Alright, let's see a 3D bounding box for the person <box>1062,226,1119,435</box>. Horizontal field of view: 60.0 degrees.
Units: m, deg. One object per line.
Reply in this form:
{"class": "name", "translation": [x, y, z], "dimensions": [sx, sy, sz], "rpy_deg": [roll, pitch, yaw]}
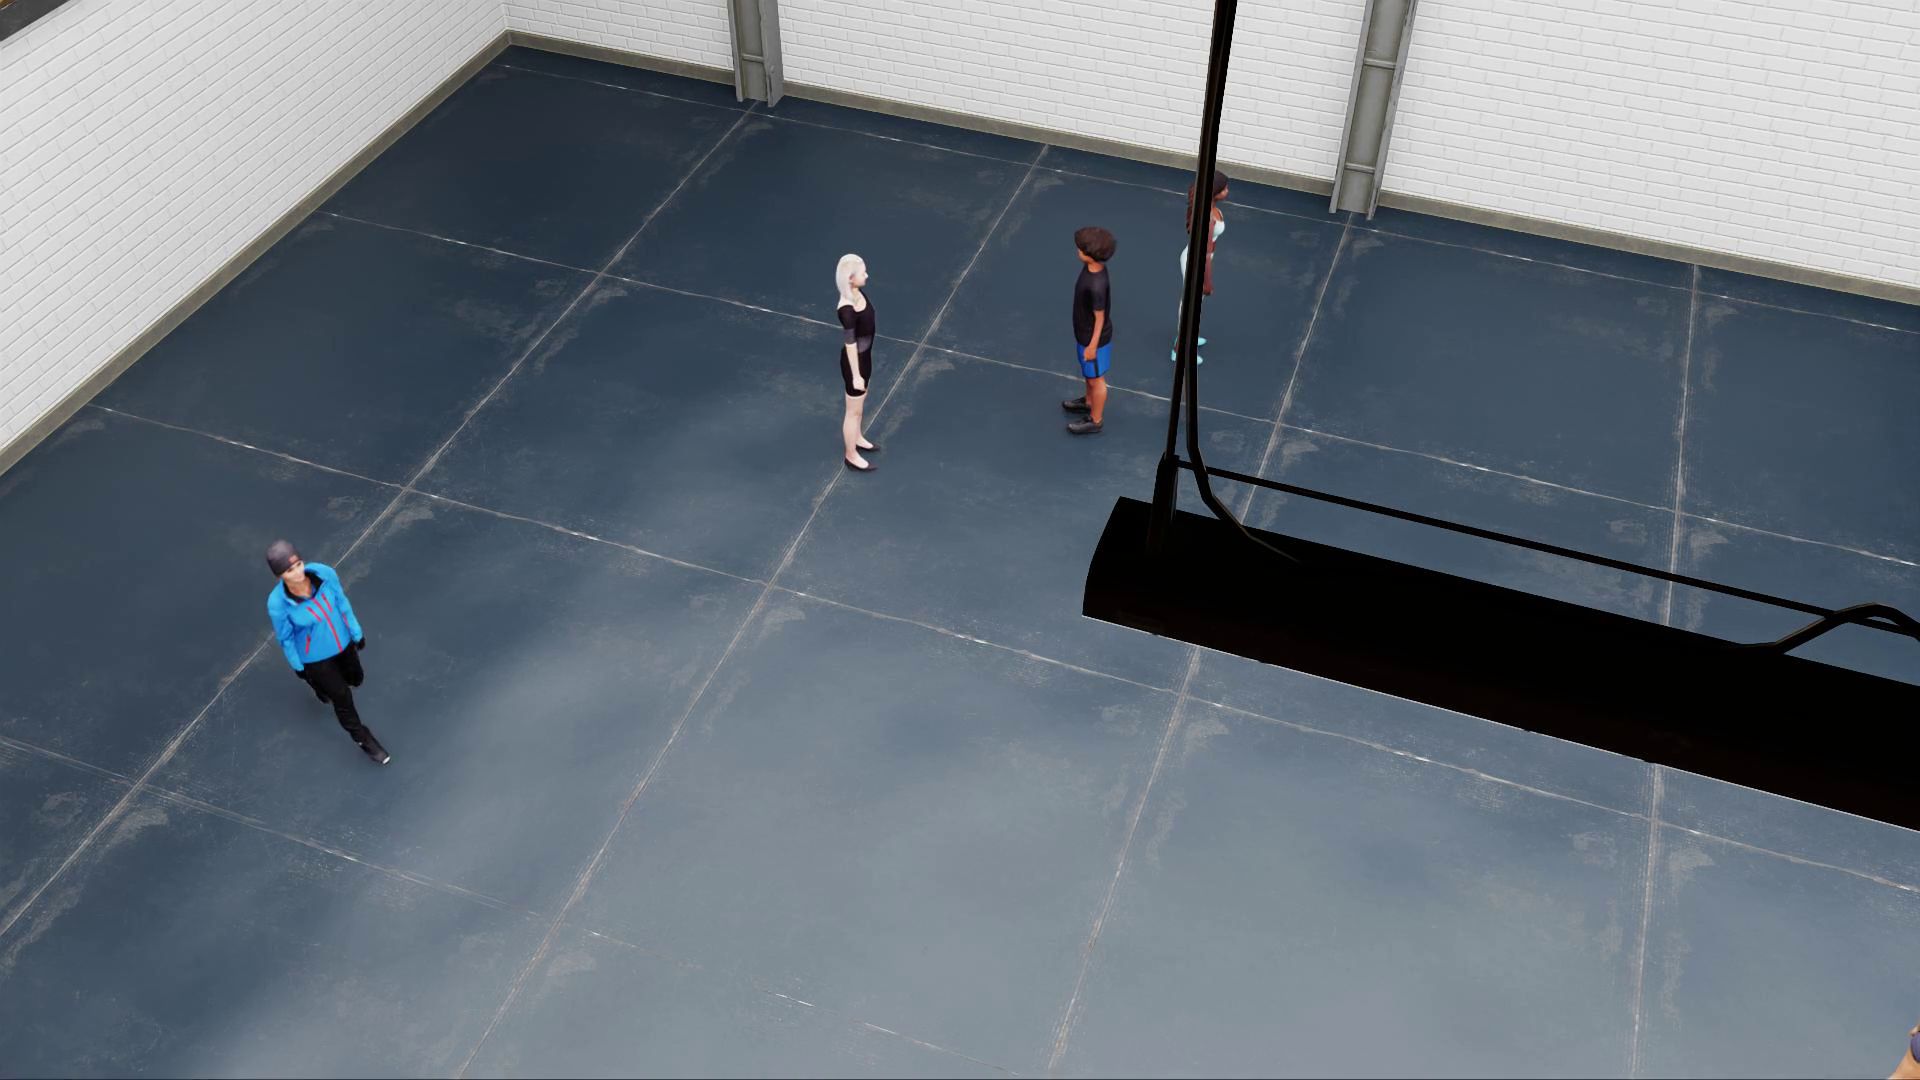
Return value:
{"class": "person", "translation": [0.999, -1.575, 12.455], "dimensions": [0.671, 1.794, 0.678], "rpy_deg": [-2, 44, -2]}

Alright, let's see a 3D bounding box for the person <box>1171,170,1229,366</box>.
{"class": "person", "translation": [1.868, -2.155, 13.115], "dimensions": [0.638, 1.724, 0.632], "rpy_deg": [-1, 44, -1]}

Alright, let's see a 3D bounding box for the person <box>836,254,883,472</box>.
{"class": "person", "translation": [-0.766, -1.290, 12.129], "dimensions": [0.578, 1.832, 0.622], "rpy_deg": [2, 44, 2]}

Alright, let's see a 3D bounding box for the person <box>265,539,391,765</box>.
{"class": "person", "translation": [-3.914, 0.628, 10.155], "dimensions": [1.089, 1.777, 0.822], "rpy_deg": [30, 51, 28]}
